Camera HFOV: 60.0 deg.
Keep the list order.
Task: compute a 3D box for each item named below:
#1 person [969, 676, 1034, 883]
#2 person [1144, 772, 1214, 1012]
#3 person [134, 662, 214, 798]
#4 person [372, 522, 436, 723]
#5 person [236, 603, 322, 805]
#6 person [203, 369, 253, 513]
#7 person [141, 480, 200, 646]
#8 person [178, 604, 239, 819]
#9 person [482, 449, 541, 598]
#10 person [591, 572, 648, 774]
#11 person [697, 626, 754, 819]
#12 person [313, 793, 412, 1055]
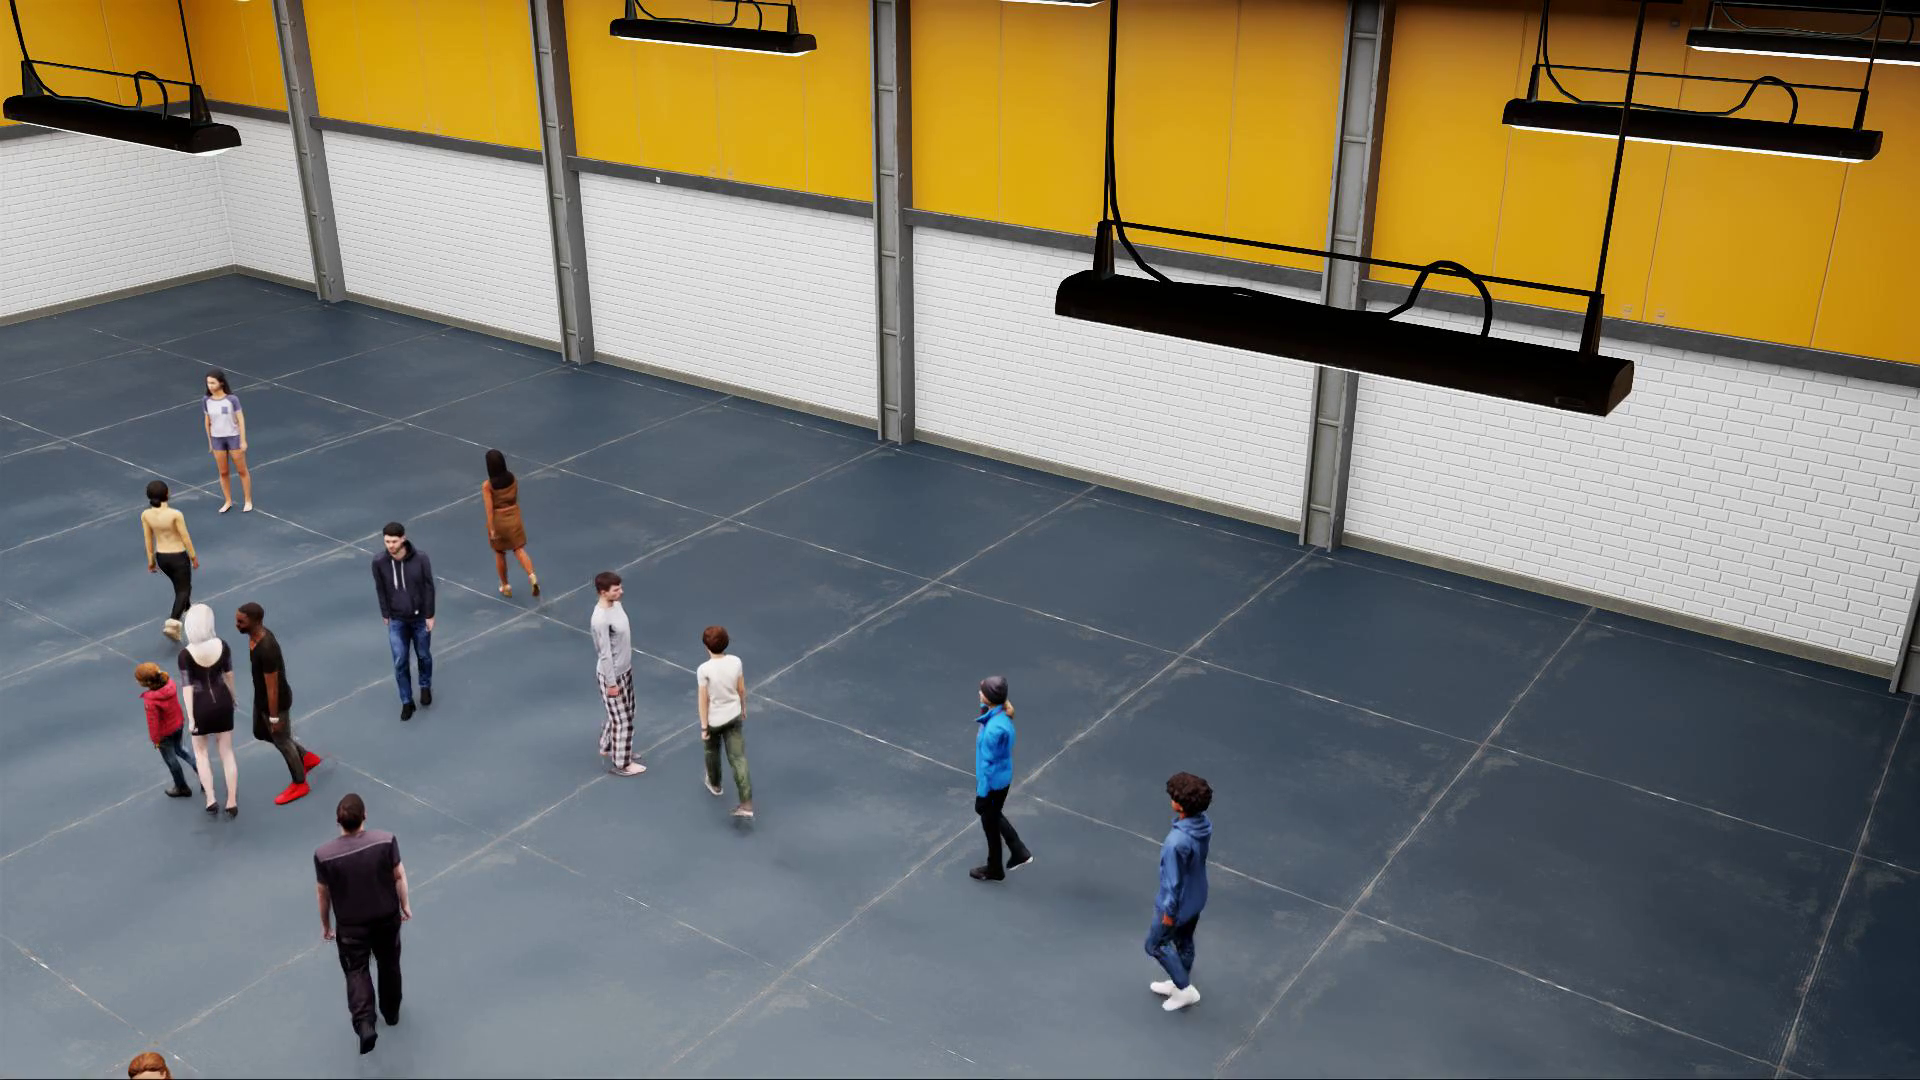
[{"bbox_3d":[0.346,1.827,12.491,0.822,1.790,0.745,7,25,16],"label":"person"},{"bbox_3d":[1.552,2.398,11.170,0.652,1.801,0.700,13,27,28],"label":"person"},{"bbox_3d":[-6.445,1.575,13.682,0.776,1.297,0.663,6,24,13],"label":"person"},{"bbox_3d":[-4.973,0.648,15.094,0.958,1.864,1.022,-5,24,-11],"label":"person"},{"bbox_3d":[-5.593,1.303,13.688,0.878,1.791,0.787,-17,29,-34],"label":"person"},{"bbox_3d":[-8.553,-1.171,19.421,0.641,1.731,0.722,-2,24,-4],"label":"person"},{"bbox_3d":[-7.765,0.232,16.338,1.074,1.631,0.989,2,24,5],"label":"person"},{"bbox_3d":[-6.014,1.427,13.400,0.688,1.795,0.671,15,28,30],"label":"person"},{"bbox_3d":[-4.619,-0.123,17.095,0.985,1.674,0.676,21,31,40],"label":"person"},{"bbox_3d":[-2.948,1.096,14.078,0.837,1.856,0.785,2,24,4],"label":"person"},{"bbox_3d":[-1.885,1.502,13.448,0.906,1.619,1.195,-14,27,-29],"label":"person"},{"bbox_3d":[-3.866,2.517,10.864,1.022,1.828,1.139,-9,25,-19],"label":"person"}]
